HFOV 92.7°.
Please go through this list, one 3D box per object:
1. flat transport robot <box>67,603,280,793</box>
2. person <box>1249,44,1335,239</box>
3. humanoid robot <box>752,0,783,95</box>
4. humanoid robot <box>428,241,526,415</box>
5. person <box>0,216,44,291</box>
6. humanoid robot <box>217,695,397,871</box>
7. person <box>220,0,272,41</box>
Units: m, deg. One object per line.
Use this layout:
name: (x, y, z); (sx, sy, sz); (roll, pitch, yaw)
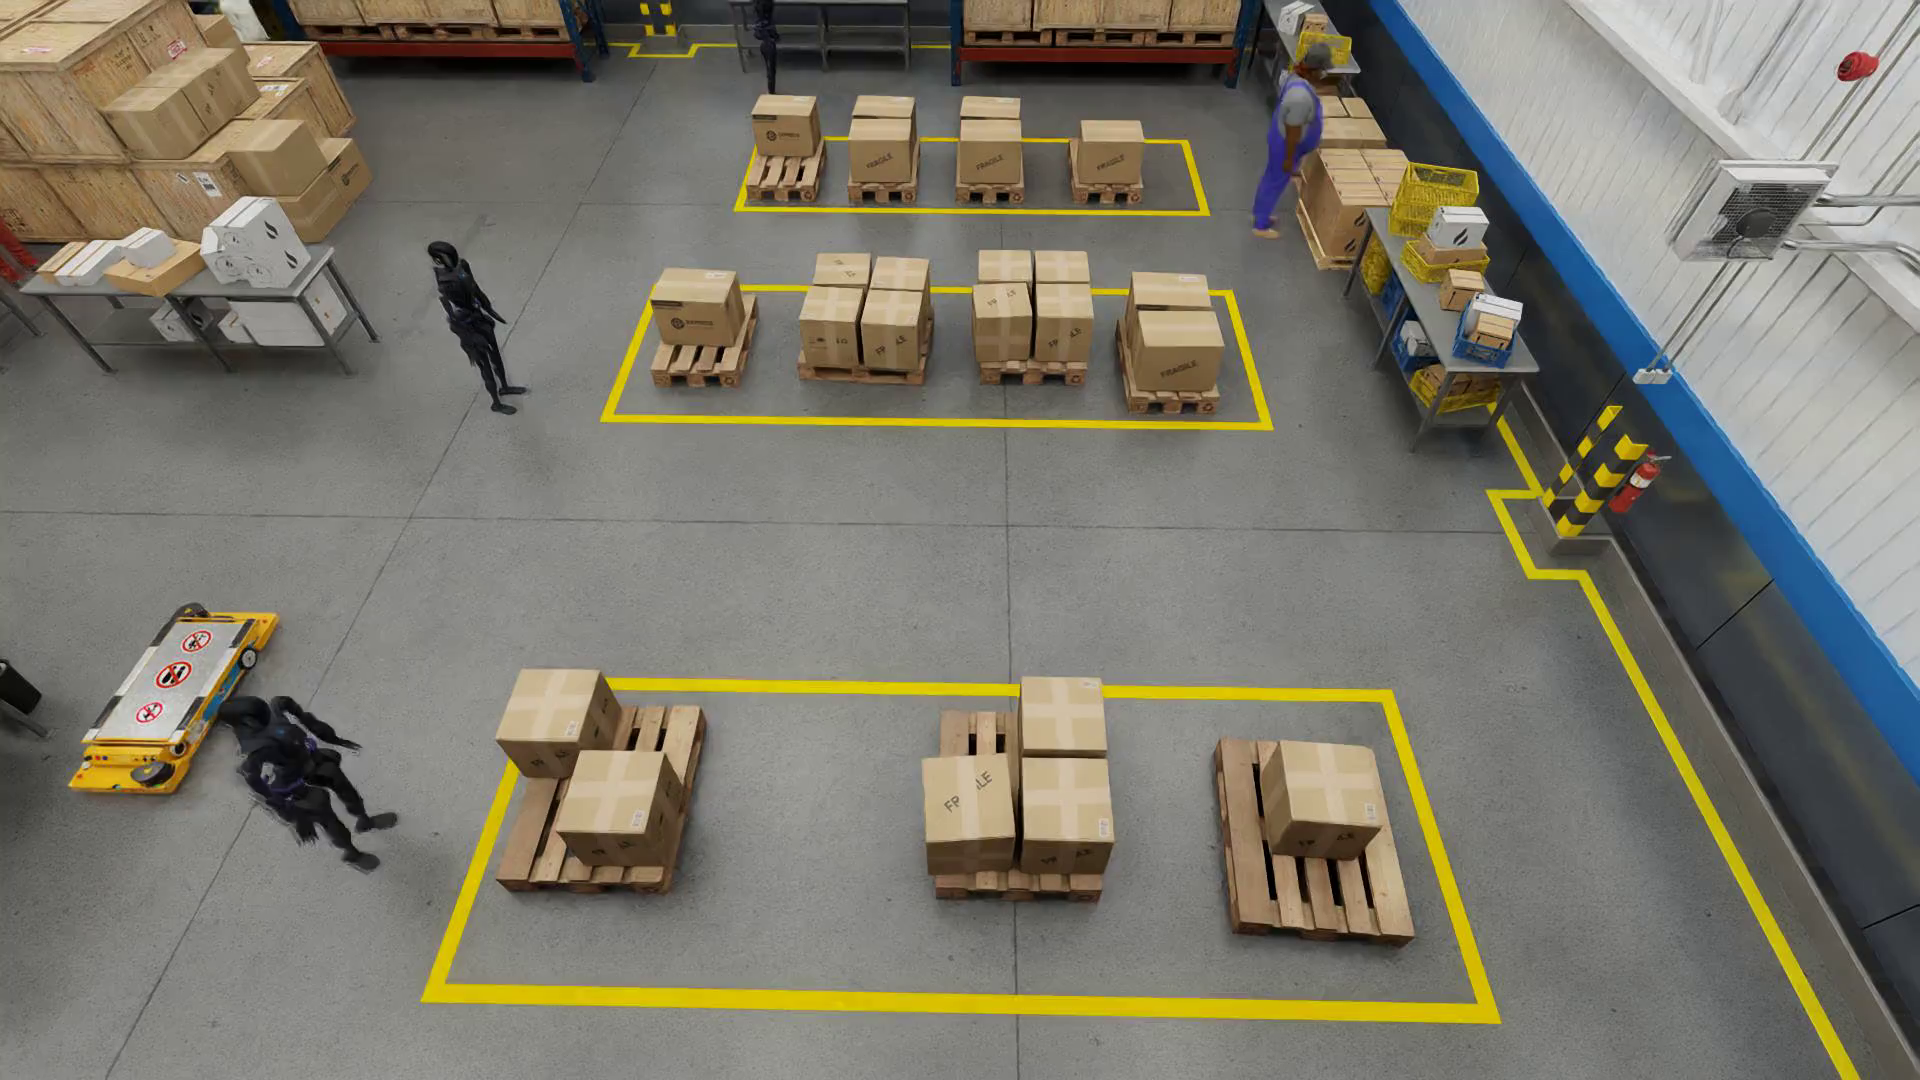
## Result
flat transport robot: (-5.504, 1.068, 6.440); (0.652, 0.197, 1.431); (1, 50, 0)
person: (3.563, -4.255, 9.808); (0.542, 2.000, 0.703); (6, 50, 5)
humanoid robot: (-2.503, -6.576, 12.000); (0.315, 1.656, 0.610); (1, 50, 1)
humanoid robot: (-4.223, -1.859, 8.009); (0.315, 1.656, 0.610); (1, 50, 1)
person: (-9.997, -3.457, 9.164); (0.399, 1.989, 0.621); (1, 50, 1)
humanoid robot: (-3.746, 1.392, 5.276); (0.356, 1.650, 0.628); (-4, 50, -3)
person: (-9.066, -6.410, 11.824); (0.401, 1.753, 0.536); (0, 50, 0)
